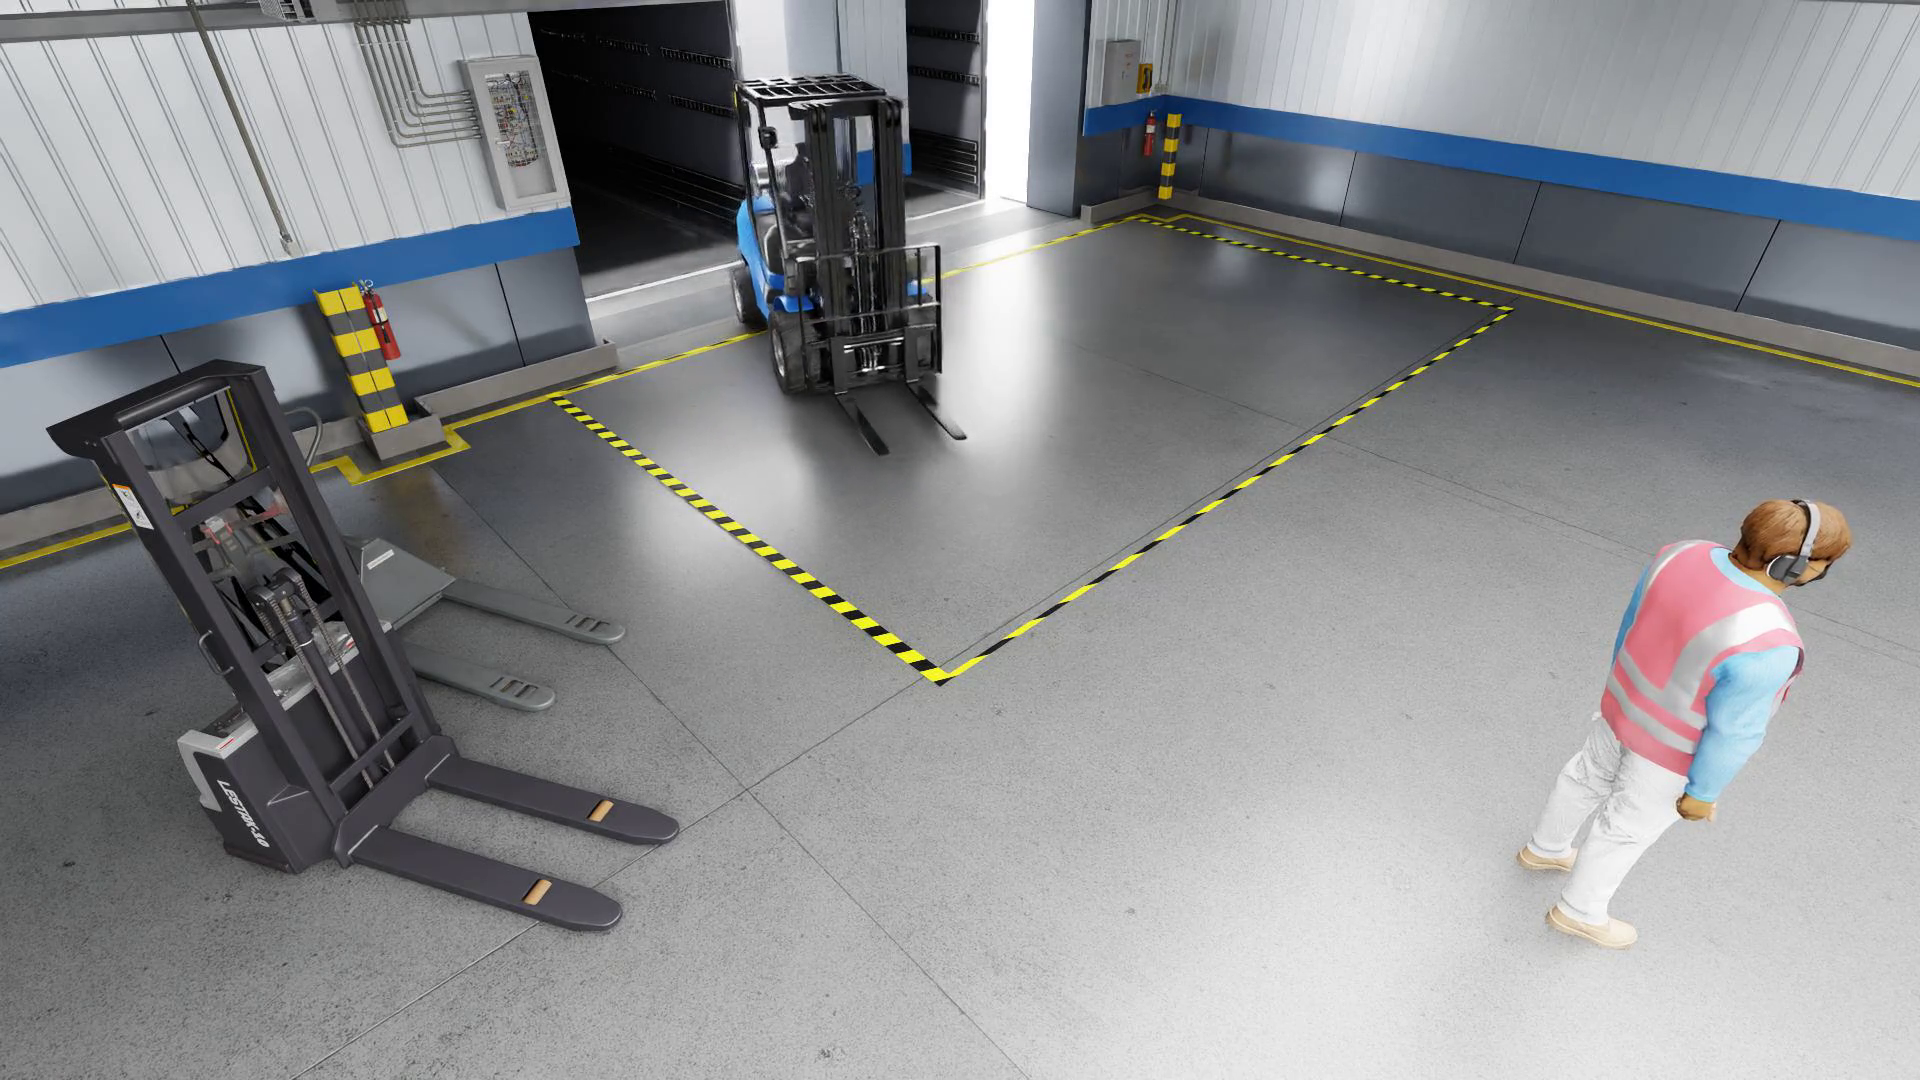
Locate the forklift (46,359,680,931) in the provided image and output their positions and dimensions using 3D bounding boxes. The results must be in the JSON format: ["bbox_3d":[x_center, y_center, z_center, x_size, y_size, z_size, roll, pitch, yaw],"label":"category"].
[{"bbox_3d":[-2.135,0.422,3.354,1.885,1.965,0.823,10,35,14],"label":"forklift"}]

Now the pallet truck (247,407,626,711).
[{"bbox_3d":[-2.628,0.038,4.590,1.601,1.201,0.680,12,36,18],"label":"pallet truck"}]

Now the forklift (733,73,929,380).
[{"bbox_3d":[-1.156,-2.737,7.677,1.157,2.036,2.680,-13,36,-18],"label":"forklift"}]

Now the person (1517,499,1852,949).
[{"bbox_3d":[2.434,0.654,3.150,0.429,1.840,0.632,5,34,7],"label":"person"}]
